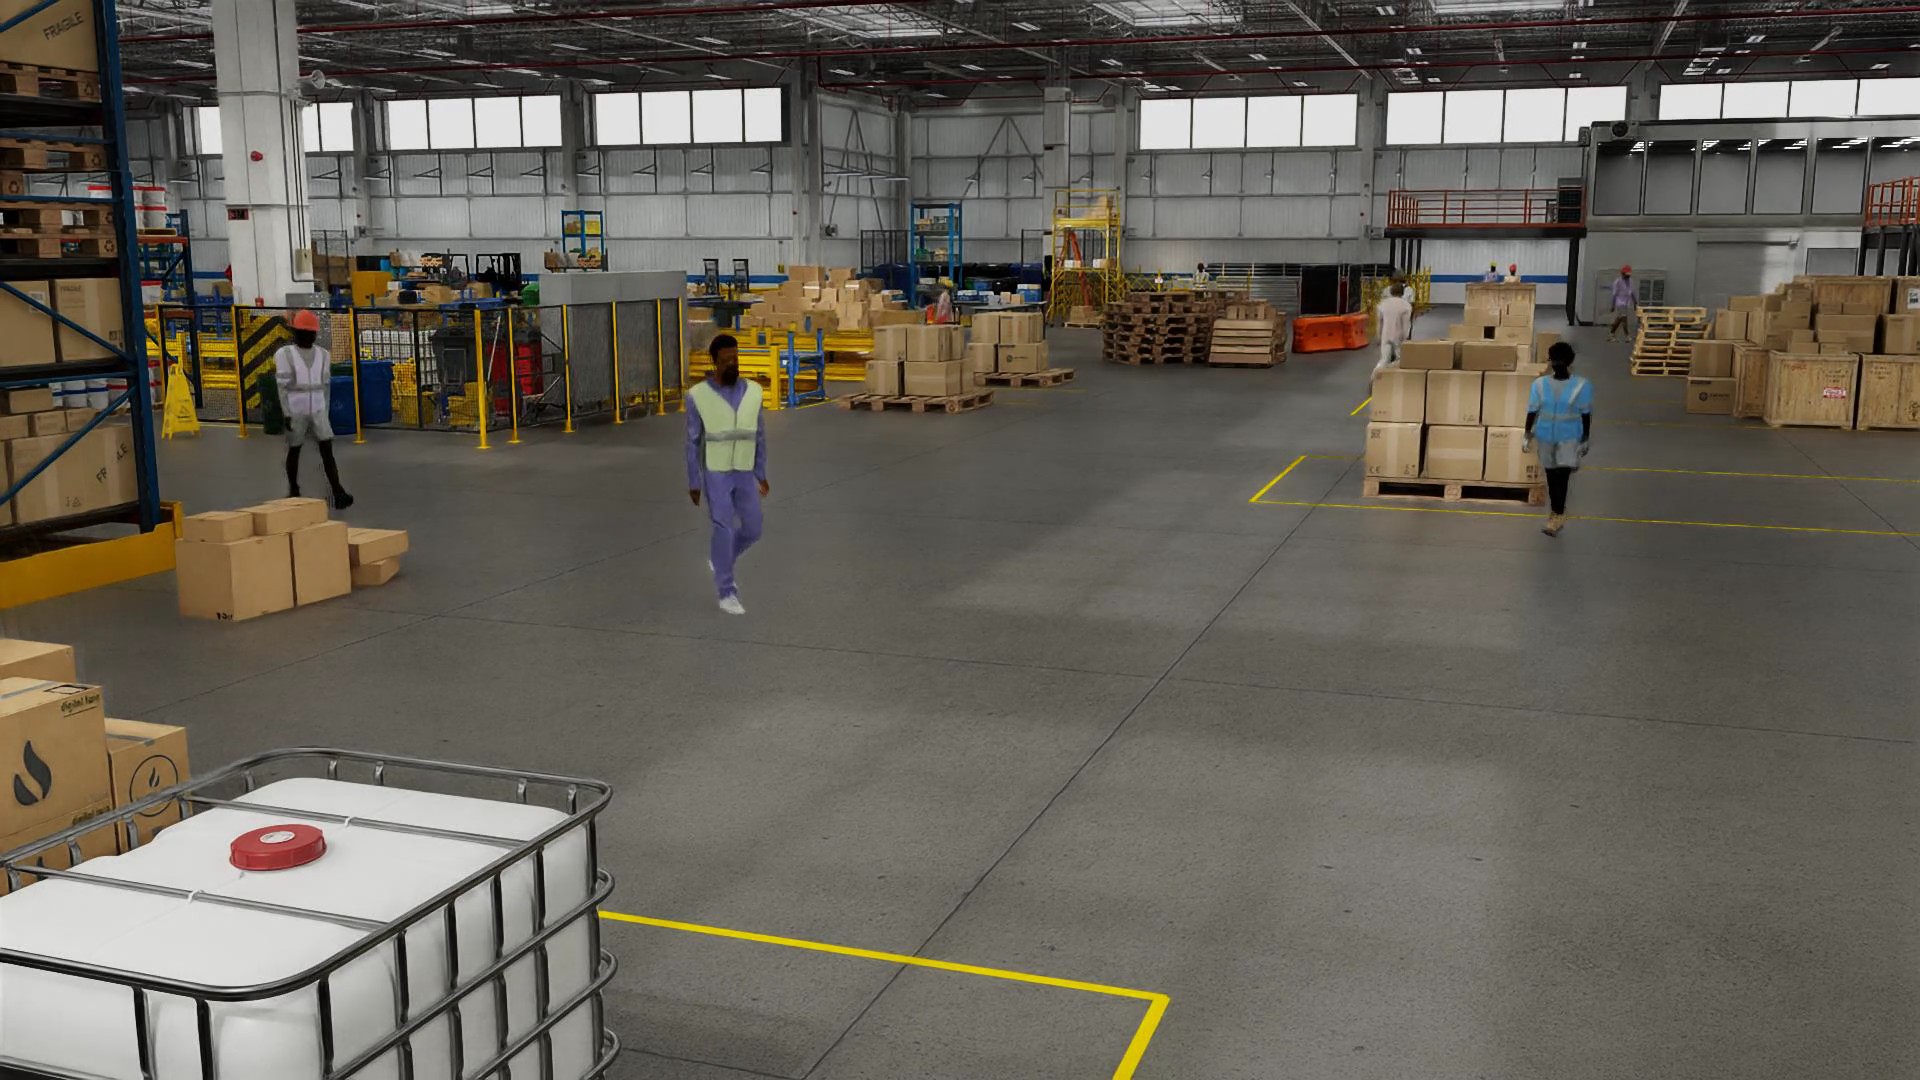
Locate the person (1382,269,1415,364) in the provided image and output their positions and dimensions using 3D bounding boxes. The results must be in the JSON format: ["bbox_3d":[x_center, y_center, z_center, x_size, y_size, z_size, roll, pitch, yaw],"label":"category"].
[{"bbox_3d":[9.108,-4.628,34.497,0.683,2.000,0.595,5,11,28],"label":"person"}]

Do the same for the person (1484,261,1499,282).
[{"bbox_3d":[19.151,-9.054,59.819,0.607,1.898,0.851,-2,10,-12],"label":"person"}]

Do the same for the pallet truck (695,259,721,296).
[{"bbox_3d":[-9.165,-9.627,62.776,0.823,1.965,1.885,4,11,23],"label":"pallet truck"}]

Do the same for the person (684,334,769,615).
[{"bbox_3d":[-1.609,-0.457,11.379,0.607,1.908,0.504,-8,13,-37],"label":"person"}]

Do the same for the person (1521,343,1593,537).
[{"bbox_3d":[5.112,-0.858,14.334,0.546,1.650,0.847,8,13,37],"label":"person"}]

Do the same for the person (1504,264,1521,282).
[{"bbox_3d":[17.111,-7.593,51.526,0.582,1.917,0.506,1,10,6],"label":"person"}]

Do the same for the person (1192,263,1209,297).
[{"bbox_3d":[8.230,-8.546,57.008,0.584,1.882,0.346,3,11,18],"label":"person"}]

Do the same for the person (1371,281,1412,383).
[{"bbox_3d":[7.146,-3.328,27.565,0.638,1.915,0.845,9,13,41],"label":"person"}]

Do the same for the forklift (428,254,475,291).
[{"bbox_3d":[-20.133,-10.254,65.465,1.157,1.987,2.680,3,11,19],"label":"forklift"}]

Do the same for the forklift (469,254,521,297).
[{"bbox_3d":[-17.990,-10.121,64.684,1.157,1.987,2.680,3,11,17],"label":"forklift"}]

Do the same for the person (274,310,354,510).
[{"bbox_3d":[-6.139,-1.210,15.688,0.569,1.883,0.993,-10,14,-43],"label":"person"}]

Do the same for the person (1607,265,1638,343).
[{"bbox_3d":[17.040,-6.056,42.702,0.627,1.995,1.046,-5,11,-26],"label":"person"}]

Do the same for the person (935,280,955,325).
[{"bbox_3d":[-0.462,-5.216,38.823,1.015,1.689,0.509,1,10,8],"label":"person"}]

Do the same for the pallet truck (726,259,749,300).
[{"bbox_3d":[-7.986,-9.493,62.019,0.823,1.965,1.885,3,11,17],"label":"pallet truck"}]
